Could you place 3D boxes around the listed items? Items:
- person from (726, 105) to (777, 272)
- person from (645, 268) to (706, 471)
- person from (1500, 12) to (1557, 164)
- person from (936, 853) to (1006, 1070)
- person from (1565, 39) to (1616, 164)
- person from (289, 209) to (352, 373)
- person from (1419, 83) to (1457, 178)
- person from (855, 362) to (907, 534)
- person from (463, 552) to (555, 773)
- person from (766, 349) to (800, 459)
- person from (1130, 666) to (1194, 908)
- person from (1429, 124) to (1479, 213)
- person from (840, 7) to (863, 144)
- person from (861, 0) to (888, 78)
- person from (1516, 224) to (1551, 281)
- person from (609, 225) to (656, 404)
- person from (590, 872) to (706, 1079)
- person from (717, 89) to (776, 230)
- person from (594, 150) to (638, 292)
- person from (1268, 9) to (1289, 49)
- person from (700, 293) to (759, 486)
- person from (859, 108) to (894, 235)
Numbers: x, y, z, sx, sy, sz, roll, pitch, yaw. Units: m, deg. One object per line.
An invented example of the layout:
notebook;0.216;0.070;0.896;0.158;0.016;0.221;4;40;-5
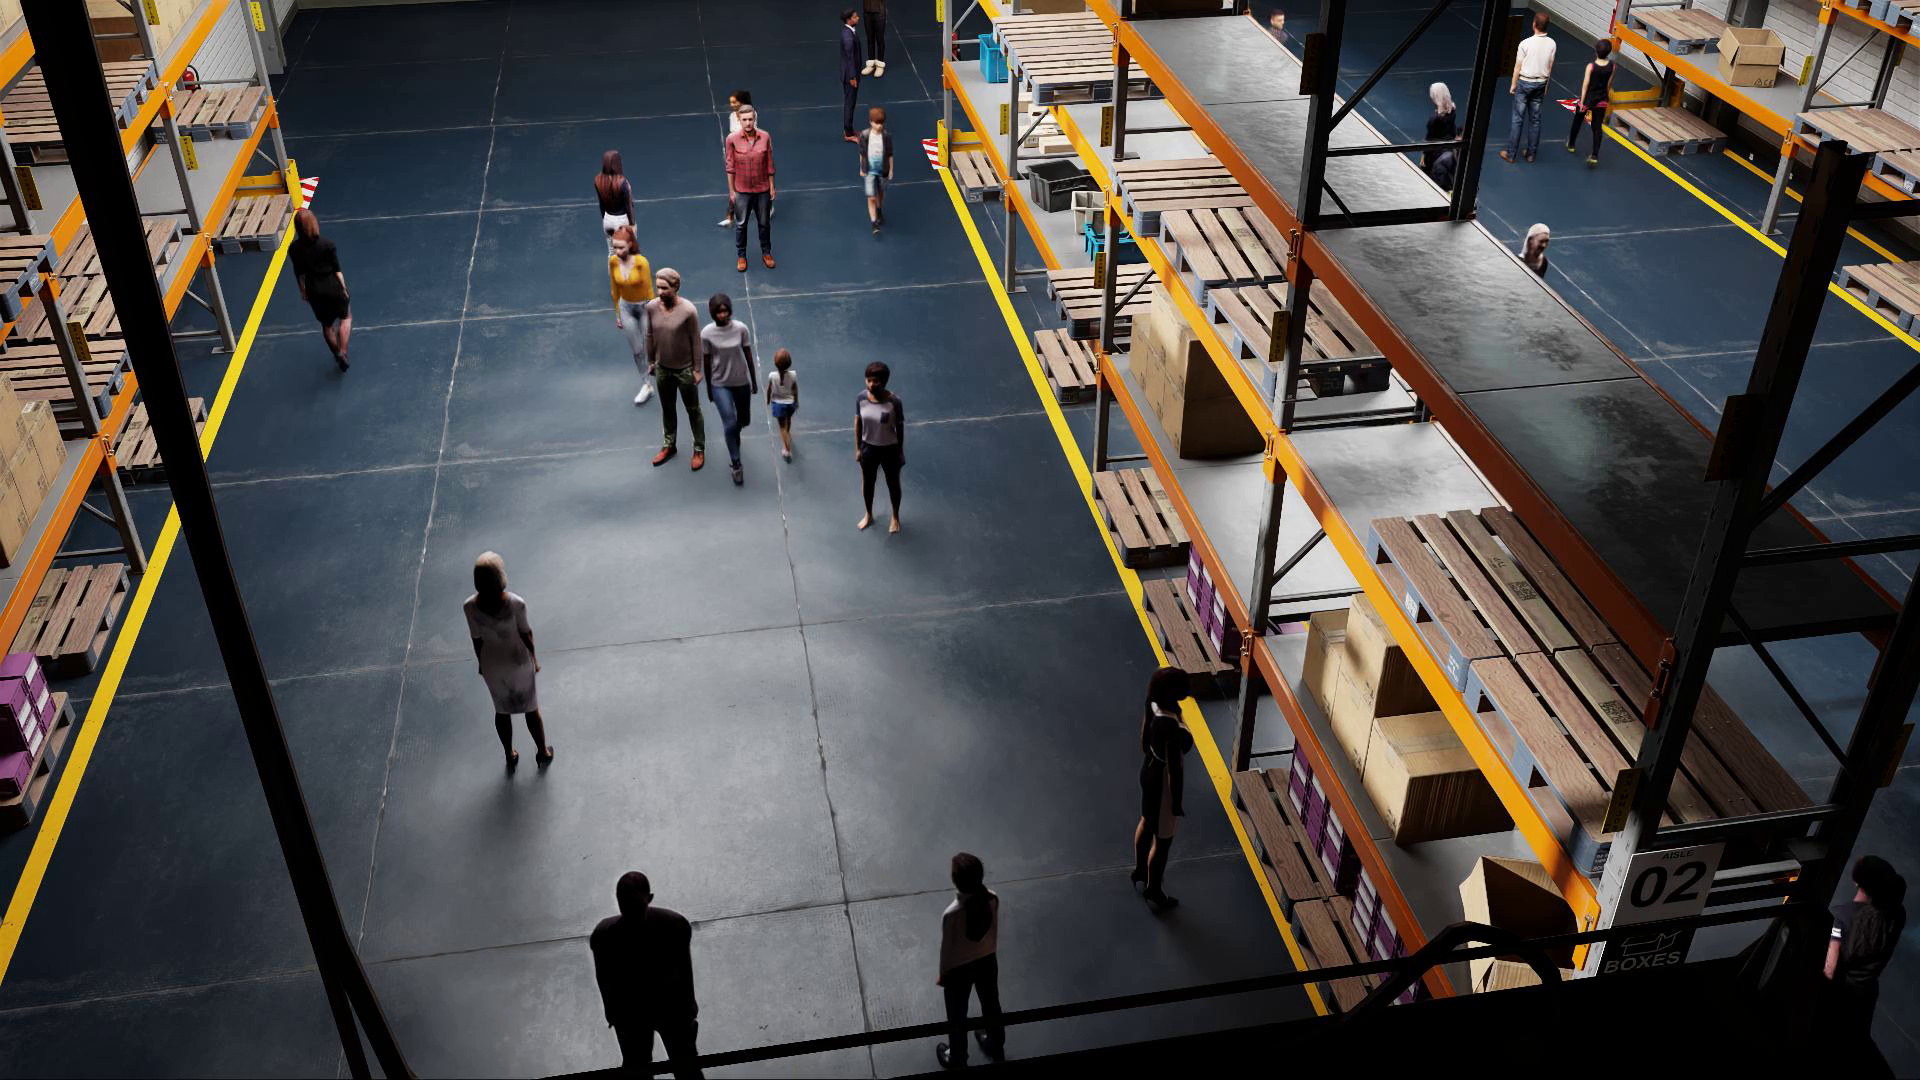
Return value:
person;-2.281;-3.863;18.172;0.710;1.831;0.581;-9;35;-14
person;-2.494;-1.528;14.620;0.770;1.876;0.766;10;35;14
person;7.172;-5.679;20.889;0.662;1.848;0.575;-3;34;-5
person;0.061;2.326;9.112;0.592;1.553;0.606;-19;38;-26
person;7.991;-5.479;20.890;0.678;1.514;1.078;0;34;0
person;-6.117;-2.345;16.012;0.604;1.695;0.646;-6;34;-9
person;5.532;-4.320;18.971;1.008;1.709;1.126;-27;42;-34
person;-0.659;-0.784;13.781;0.642;1.565;0.646;8;34;12
person;-3.041;0.828;11.187;0.583;1.751;0.530;-3;34;-4
person;-1.587;-1.216;14.945;0.497;0.996;0.757;-11;35;-16
person;1.229;1.501;10.134;0.666;1.796;0.455;-10;35;-14
person;5.112;-3.525;17.651;0.909;1.846;0.999;-16;37;-22
person;-1.424;-6.039;21.542;0.707;1.725;0.470;-3;34;-5
person;-1.222;-7.545;23.864;0.707;1.662;0.771;8;34;11
person;5.143;-2.139;15.635;0.875;1.768;1.294;-16;37;-22
person;-3.011;-2.176;15.715;0.856;1.743;1.007;6;34;10
person;-1.617;2.400;8.740;0.669;1.841;0.576;-4;34;-7
person;-2.386;-4.408;19.206;1.028;1.595;1.116;19;38;26
person;-3.600;-3.346;17.598;0.670;1.605;0.695;15;36;21
person;3.899;-5.921;21.362;0.873;1.729;1.223;-16;37;-22
person;-2.017;-1.374;14.550;0.699;1.696;1.005;-12;35;-17
person;-0.961;-4.284;19.190;0.527;1.406;0.949;-5;34;-8
